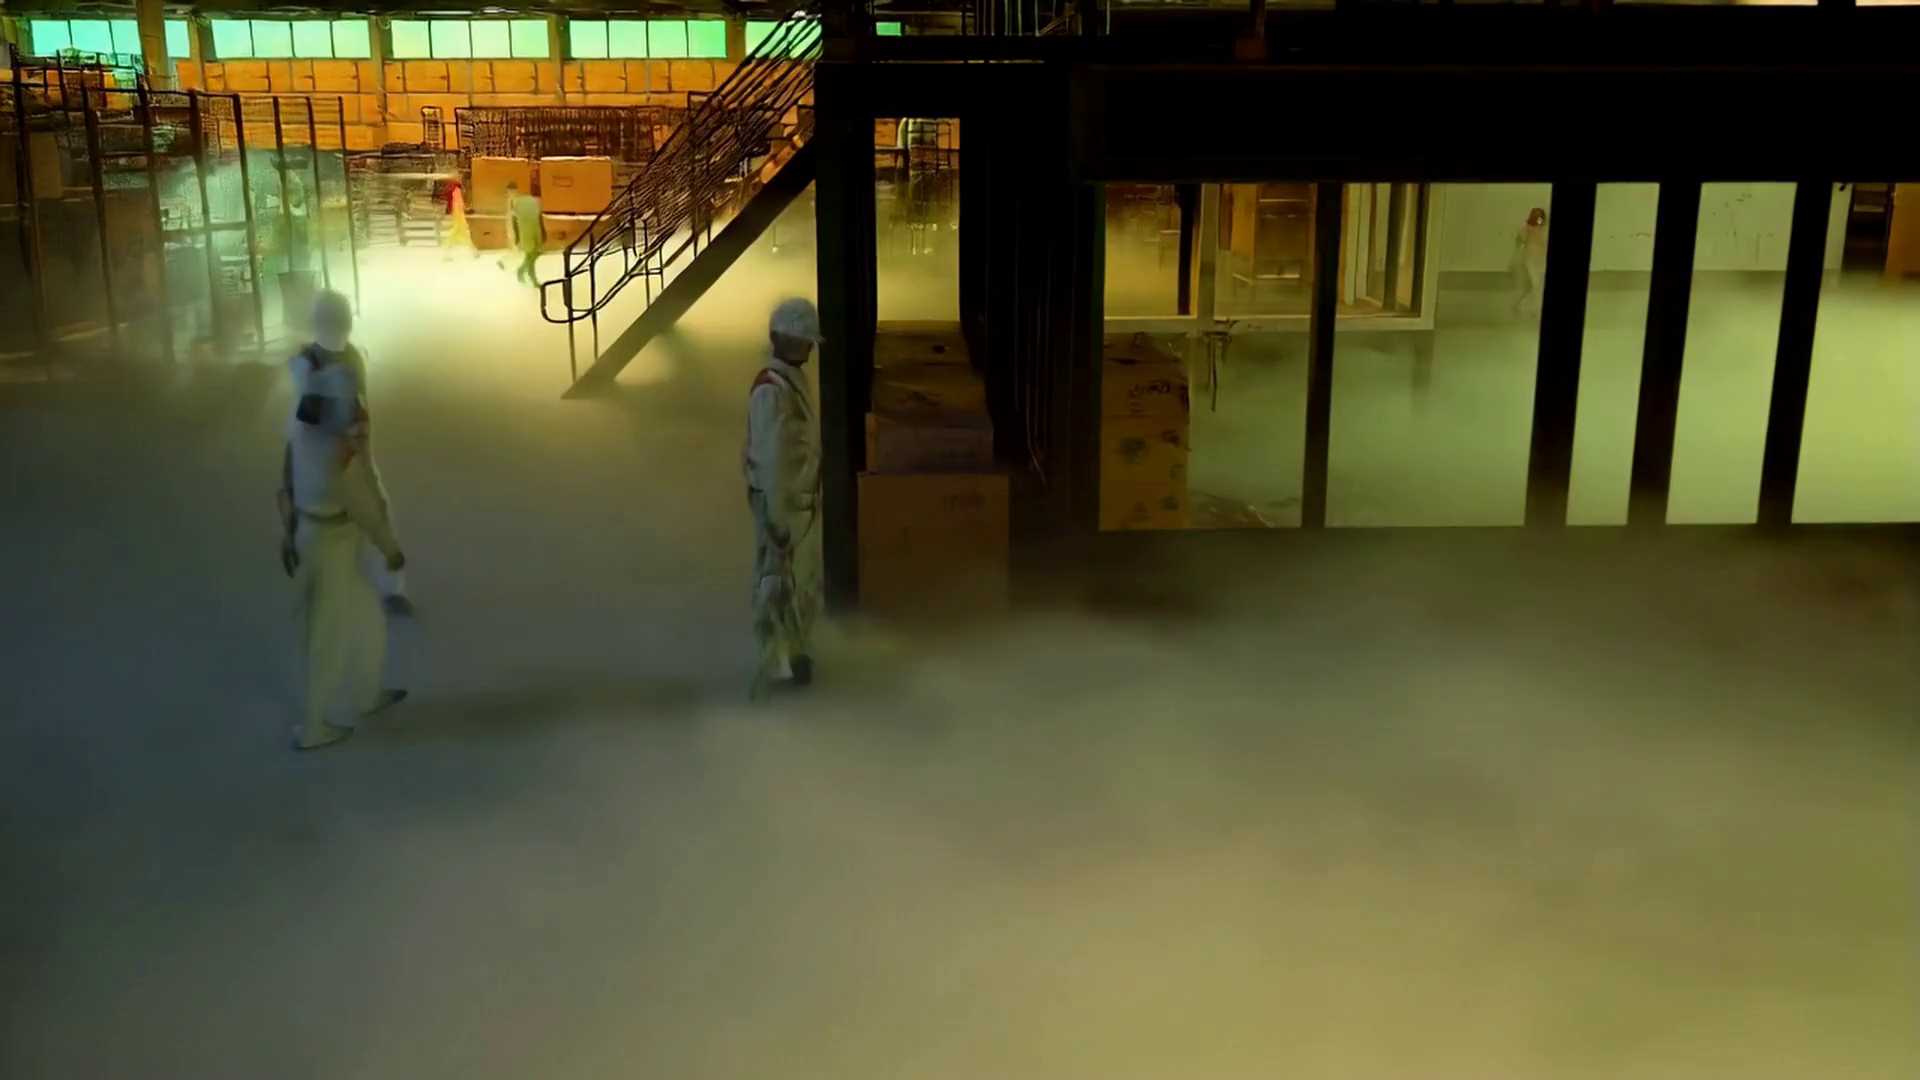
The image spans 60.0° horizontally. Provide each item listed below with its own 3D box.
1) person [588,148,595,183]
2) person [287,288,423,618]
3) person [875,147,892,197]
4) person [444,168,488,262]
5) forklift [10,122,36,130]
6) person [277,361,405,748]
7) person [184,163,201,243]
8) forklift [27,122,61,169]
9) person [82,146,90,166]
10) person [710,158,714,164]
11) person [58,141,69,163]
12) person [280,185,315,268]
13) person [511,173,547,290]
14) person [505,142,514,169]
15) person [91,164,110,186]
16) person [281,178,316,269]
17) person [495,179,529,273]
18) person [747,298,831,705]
[{"bbox_3d":[-15.426,-15.545,69.740,0.325,1.760,0.523,-1,14,-4],"label":"person"},{"bbox_3d":[-3.339,-0.443,9.176,0.792,1.851,0.596,6,15,24],"label":"person"},{"bbox_3d":[-2.976,-14.087,63.477,1.080,1.987,0.618,11,18,36],"label":"person"},{"bbox_3d":[-10.027,-6.531,33.501,0.938,1.858,0.655,-4,15,-17],"label":"person"},{"bbox_3d":[-37.649,-15.471,67.168,1.129,2.768,1.873,-1,14,-2],"label":"forklift"},{"bbox_3d":[-2.755,0.048,7.507,0.489,1.712,0.765,10,17,35],"label":"person"},{"bbox_3d":[-16.223,-7.012,35.270,0.361,1.938,0.545,-4,15,-17],"label":"person"},{"bbox_3d":[-35.376,-14.773,64.377,1.129,2.768,1.873,-1,14,-2],"label":"forklift"},{"bbox_3d":[-40.130,-17.241,76.549,0.546,1.742,0.684,-1,14,-4],"label":"person"},{"bbox_3d":[-12.732,-19.444,85.201,0.466,1.811,0.610,-1,14,-4],"label":"person"},{"bbox_3d":[-40.108,-16.826,74.380,0.395,1.993,0.614,5,15,19],"label":"person"},{"bbox_3d":[-9.867,-4.358,24.851,0.351,1.846,0.506,8,16,28],"label":"person"},{"bbox_3d":[-7.321,-5.215,28.091,0.762,1.935,0.611,9,17,33],"label":"person"},{"bbox_3d":[-20.355,-17.050,75.432,0.724,1.928,0.619,5,15,20],"label":"person"},{"bbox_3d":[-24.459,-9.907,47.478,0.538,1.608,0.611,-1,14,-3],"label":"person"},{"bbox_3d":[-11.070,-5.122,27.884,0.508,1.859,0.503,3,14,12],"label":"person"},{"bbox_3d":[-8.362,-5.844,30.989,0.520,1.752,0.527,1,14,4],"label":"person"},{"bbox_3d":[-0.821,-0.191,8.003,0.401,1.939,0.602,1,14,5],"label":"person"}]
